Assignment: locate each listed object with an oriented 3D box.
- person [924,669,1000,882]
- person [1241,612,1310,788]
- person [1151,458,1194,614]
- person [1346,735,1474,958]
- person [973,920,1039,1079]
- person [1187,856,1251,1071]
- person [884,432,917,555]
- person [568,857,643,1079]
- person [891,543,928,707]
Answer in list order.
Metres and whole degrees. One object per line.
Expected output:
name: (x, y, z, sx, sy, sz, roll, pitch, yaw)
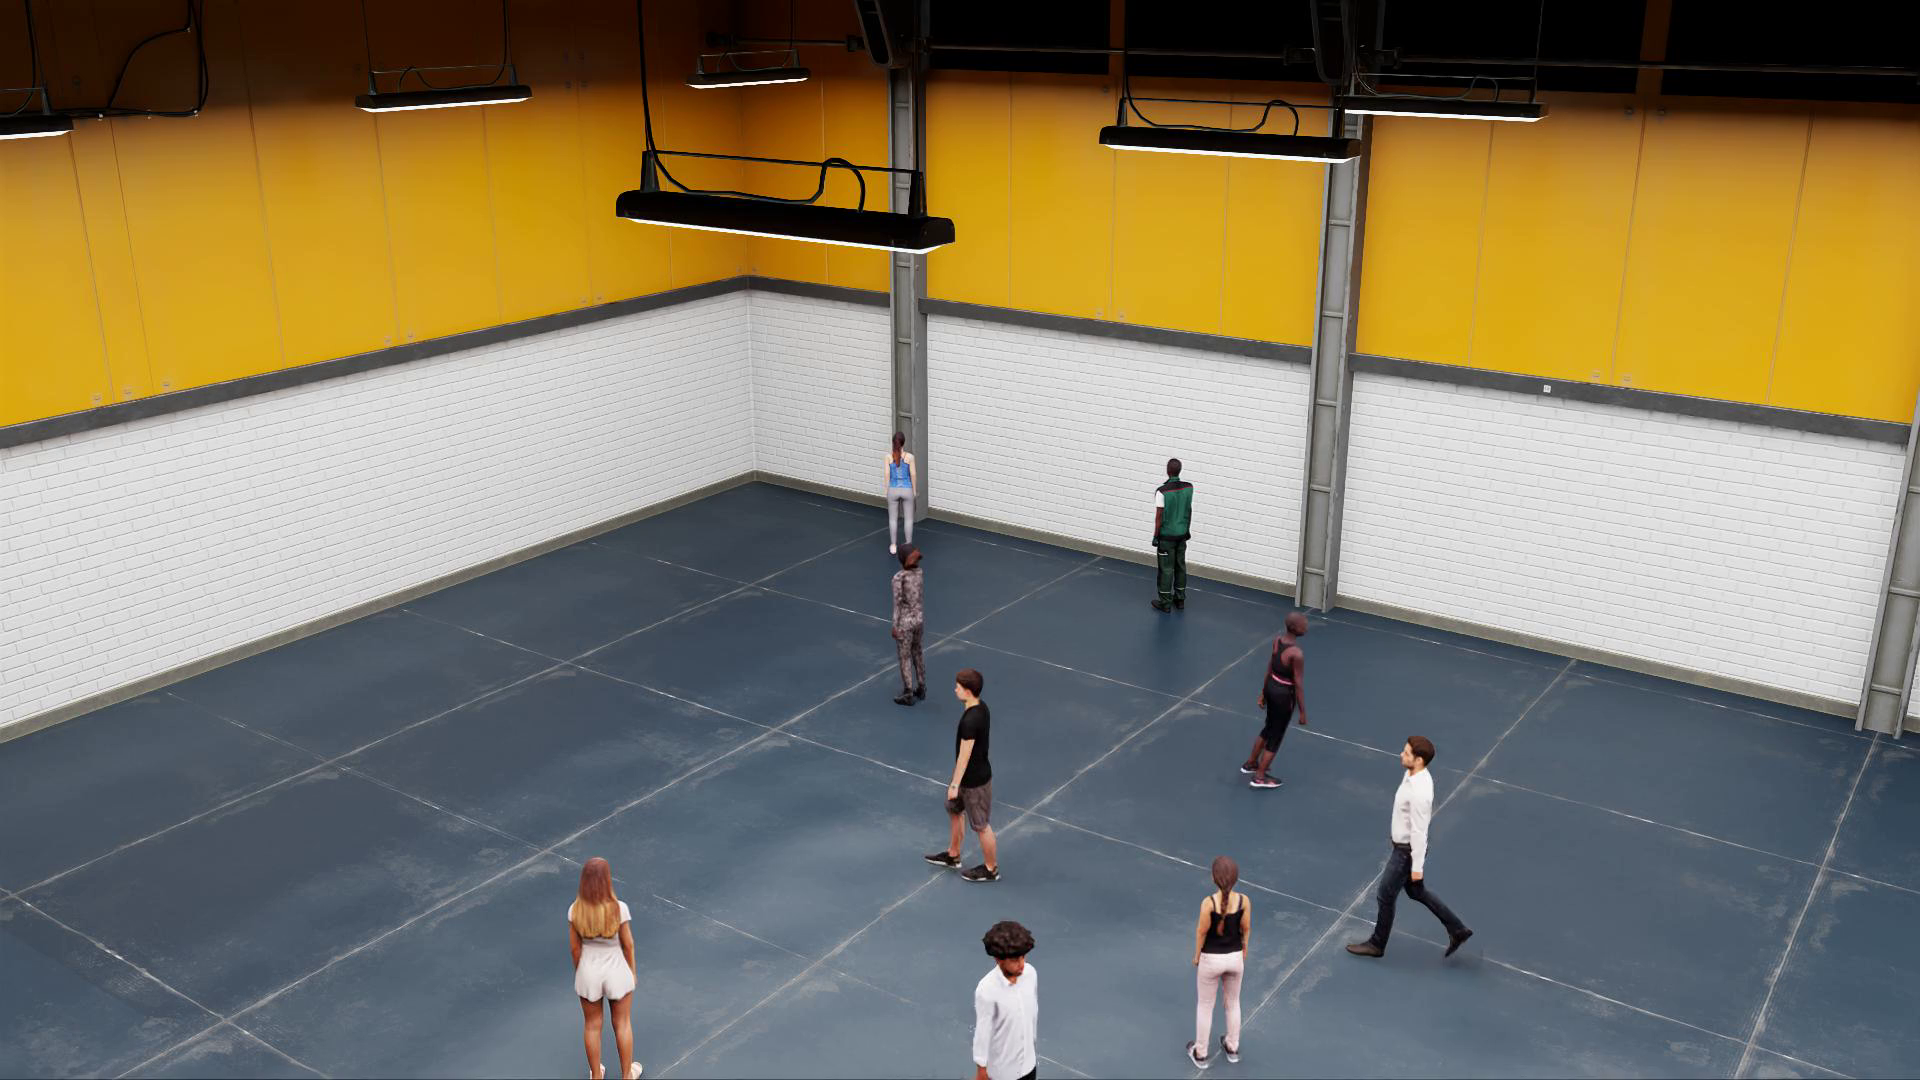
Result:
person: (0.190, 1.928, 13.506, 1.010, 1.843, 0.911, 1, 19, 2)
person: (2.844, 1.461, 15.077, 0.876, 1.725, 0.765, -12, 22, -31)
person: (2.478, -0.065, 19.431, 0.776, 1.838, 0.757, -10, 21, -27)
person: (3.426, 2.317, 12.348, 1.234, 1.844, 0.932, 5, 19, 13)
person: (0.237, 3.100, 10.100, 0.746, 1.795, 0.974, -17, 25, -41)
person: (1.770, 2.841, 11.234, 0.614, 1.562, 0.672, -4, 19, -11)
person: (-0.769, -0.613, 21.417, 0.630, 1.610, 0.717, 1, 19, 3)
person: (-2.349, 2.863, 10.958, 0.654, 1.697, 0.730, -1, 19, -2)
person: (-0.520, 0.847, 16.918, 0.585, 1.714, 0.601, 16, 25, 40)
